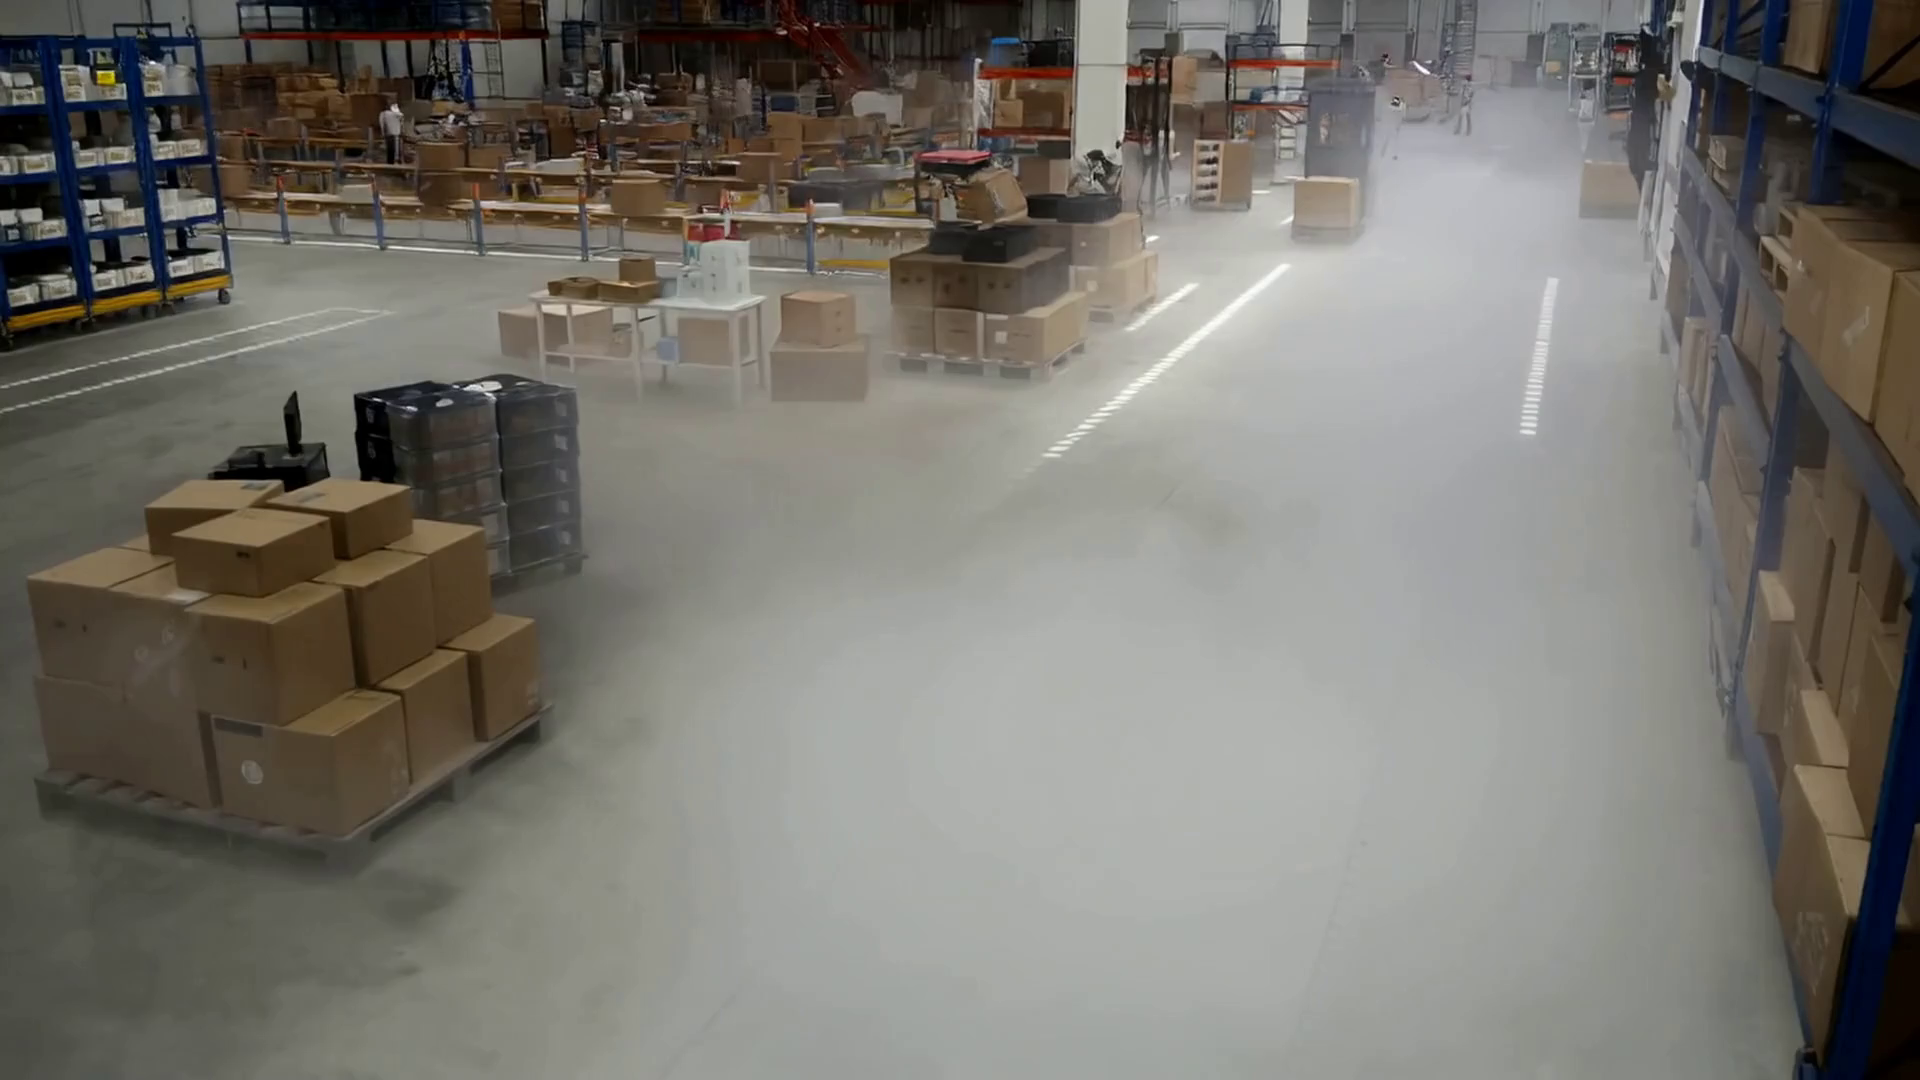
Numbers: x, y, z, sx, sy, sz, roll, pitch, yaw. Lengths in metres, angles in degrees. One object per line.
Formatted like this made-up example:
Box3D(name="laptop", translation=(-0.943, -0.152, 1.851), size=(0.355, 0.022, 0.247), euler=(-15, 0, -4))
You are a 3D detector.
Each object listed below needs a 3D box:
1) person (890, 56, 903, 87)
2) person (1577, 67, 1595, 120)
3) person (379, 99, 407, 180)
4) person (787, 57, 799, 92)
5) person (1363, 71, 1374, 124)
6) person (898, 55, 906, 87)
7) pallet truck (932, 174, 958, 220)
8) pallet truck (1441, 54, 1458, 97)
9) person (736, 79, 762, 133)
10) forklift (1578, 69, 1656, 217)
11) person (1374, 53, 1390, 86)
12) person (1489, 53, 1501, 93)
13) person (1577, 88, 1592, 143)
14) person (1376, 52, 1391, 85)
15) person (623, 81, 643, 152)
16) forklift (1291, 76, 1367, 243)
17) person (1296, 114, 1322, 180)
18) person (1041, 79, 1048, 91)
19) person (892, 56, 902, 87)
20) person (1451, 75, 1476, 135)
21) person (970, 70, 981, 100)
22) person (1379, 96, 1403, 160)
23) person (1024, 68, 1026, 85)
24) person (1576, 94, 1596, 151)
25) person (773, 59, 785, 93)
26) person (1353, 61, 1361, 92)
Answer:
Box3D(name="person", translation=(-2.894, -21.232, 76.398), size=(0.608, 1.952, 1.052), euler=(4, 18, 12))
Box3D(name="person", translation=(23.031, -16.411, 61.228), size=(0.606, 1.958, 0.379), euler=(4, 18, 13))
Box3D(name="person", translation=(-13.576, -9.610, 39.952), size=(0.399, 1.899, 0.647), euler=(14, 22, 37))
Box3D(name="person", translation=(-7.837, -21.874, 78.560), size=(0.594, 1.856, 0.853), euler=(6, 19, 19))
Box3D(name="person", translation=(14.572, -15.866, 59.678), size=(0.602, 1.855, 0.516), euler=(8, 19, 23))
Box3D(name="person", translation=(-2.900, -22.256, 79.694), size=(0.826, 1.892, 0.593), euler=(-10, 20, -28))
Box3D(name="pallet truck", translation=(-0.507, -5.292, 27.348), size=(0.653, 1.274, 1.630), euler=(6, 19, 19))
Box3D(name="pallet truck", translation=(22.765, -21.886, 78.355), size=(0.823, 1.965, 1.885), euler=(-4, 18, -14))
Box3D(name="person", translation=(-7.137, -14.433, 55.319), size=(0.974, 1.774, 0.585), euler=(-2, 18, -5))
Box3D(name="forklift", translation=(13.219, -7.740, 32.475), size=(1.873, 2.768, 1.129), euler=(6, 19, 18))
Box3D(name="person", translation=(19.886, -21.959, 78.517), size=(0.535, 2.000, 0.693), euler=(-10, 20, -29))
Box3D(name="person", translation=(26.624, -23.223, 82.675), size=(0.375, 1.922, 0.594), euler=(-7, 19, -20))
Box3D(name="person", translation=(19.331, -13.124, 51.408), size=(0.309, 1.638, 0.522), euler=(-1, 18, -3))
Box3D(name="person", translation=(23.206, -25.578, 90.316), size=(1.059, 1.787, 0.516), euler=(11, 21, 31))
Box3D(name="person", translation=(-9.309, -12.090, 47.549), size=(0.609, 2.023, 0.866), euler=(-14, 23, -38))
Box3D(name="forklift", translation=(6.598, -6.755, 29.381), size=(1.129, 2.768, 1.873), euler=(6, 19, 19))
Box3D(name="person", translation=(8.367, -9.444, 39.938), size=(0.904, 1.579, 0.517), euler=(-12, 21, -33))
Box3D(name="person", translation=(3.920, -21.743, 78.319), size=(0.488, 1.743, 0.319), euler=(-15, 23, -39))
Box3D(name="person", translation=(-2.956, -21.797, 78.232), size=(0.551, 1.911, 0.899), euler=(0, 18, 1))
Box3D(name="person", translation=(16.397, -14.113, 54.083), size=(0.902, 1.900, 0.574), euler=(-14, 22, -37))
Box3D(name="person", translation=(0.521, -15.489, 58.384), size=(0.397, 1.923, 0.548), euler=(-8, 19, -23))
Box3D(name="person", translation=(11.766, -11.254, 45.425), size=(0.539, 1.714, 0.768), euler=(-4, 18, -13))
Box3D(name="person", translation=(2.821, -21.311, 76.763), size=(0.652, 1.858, 0.595), euler=(-5, 18, -17))
Box3D(name="person", translation=(18.173, -12.136, 48.322), size=(0.540, 1.614, 0.674), euler=(6, 19, 18))
Box3D(name="person", translation=(-8.366, -21.324, 76.927), size=(0.981, 1.798, 0.530), euler=(-8, 19, -25))
Box3D(name="person", translation=(16.636, -19.129, 69.815), size=(0.400, 1.928, 0.542), euler=(9, 20, 26))
